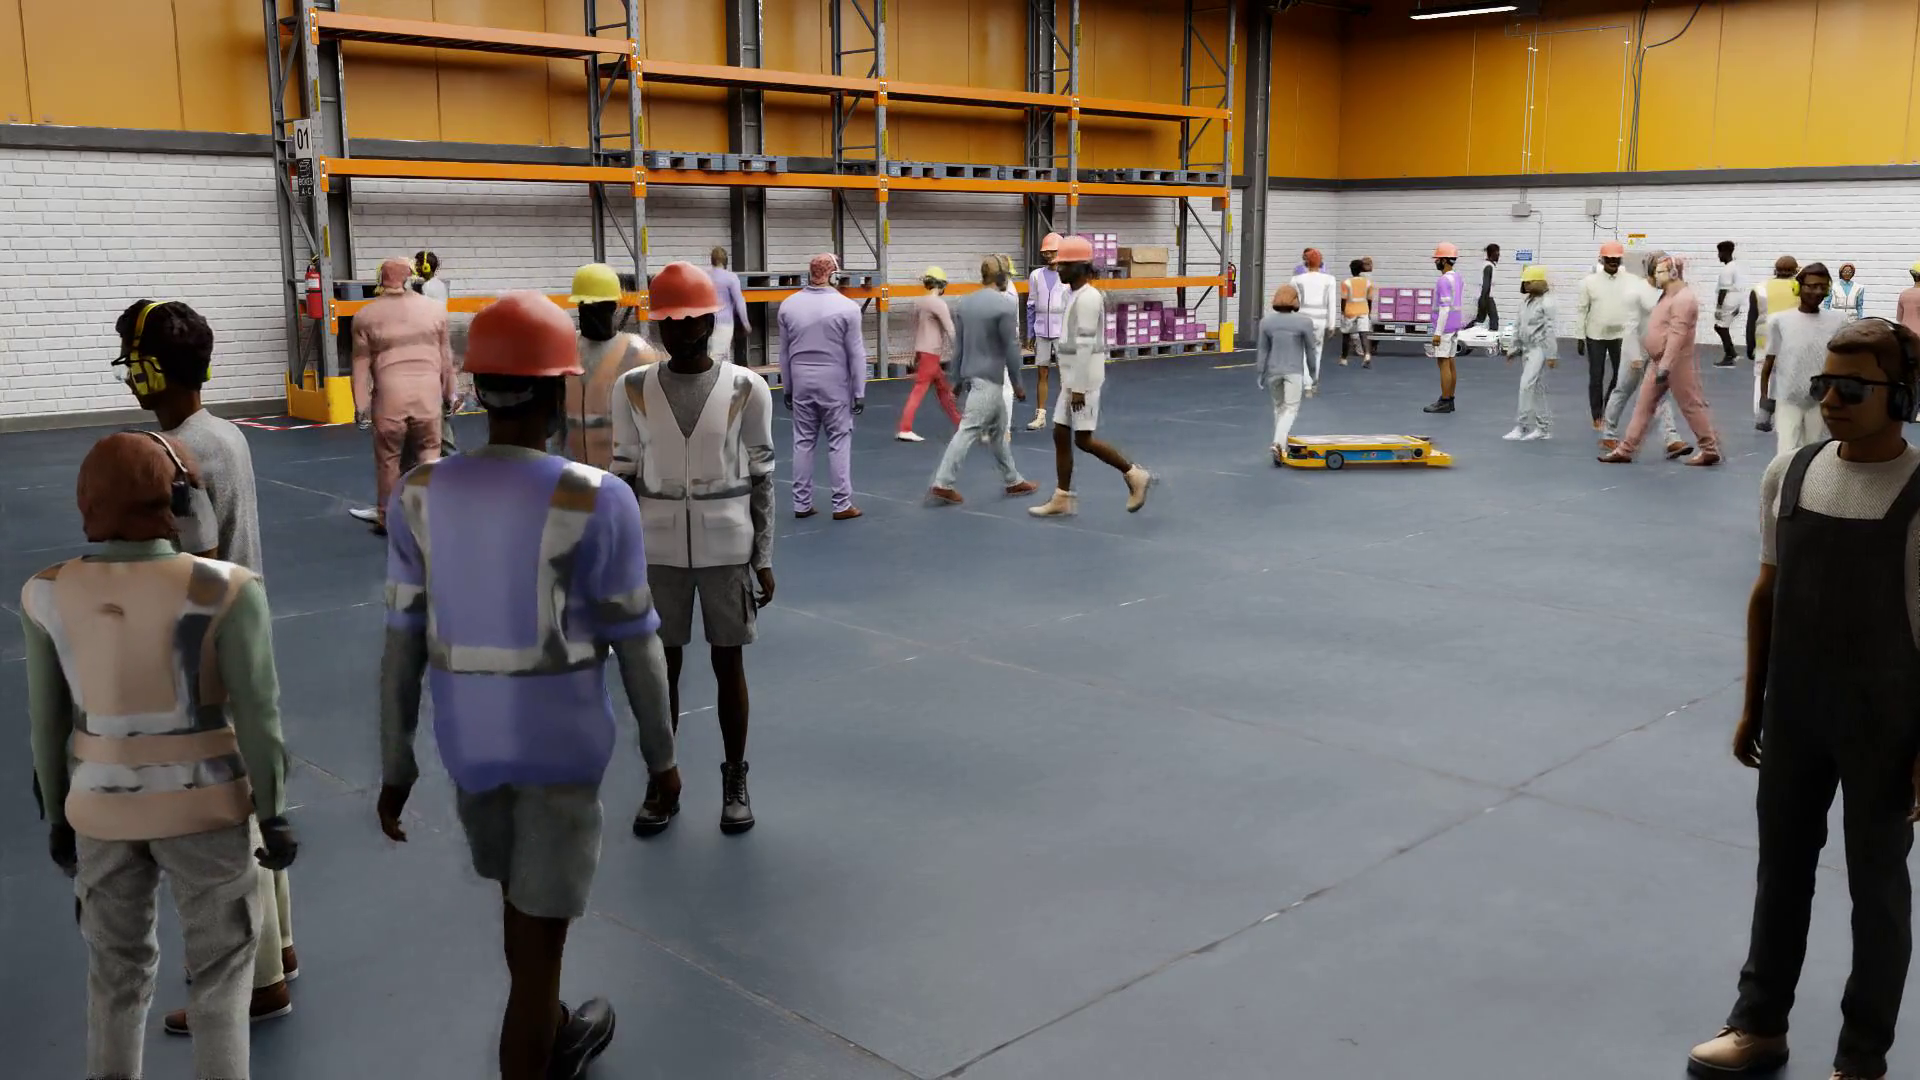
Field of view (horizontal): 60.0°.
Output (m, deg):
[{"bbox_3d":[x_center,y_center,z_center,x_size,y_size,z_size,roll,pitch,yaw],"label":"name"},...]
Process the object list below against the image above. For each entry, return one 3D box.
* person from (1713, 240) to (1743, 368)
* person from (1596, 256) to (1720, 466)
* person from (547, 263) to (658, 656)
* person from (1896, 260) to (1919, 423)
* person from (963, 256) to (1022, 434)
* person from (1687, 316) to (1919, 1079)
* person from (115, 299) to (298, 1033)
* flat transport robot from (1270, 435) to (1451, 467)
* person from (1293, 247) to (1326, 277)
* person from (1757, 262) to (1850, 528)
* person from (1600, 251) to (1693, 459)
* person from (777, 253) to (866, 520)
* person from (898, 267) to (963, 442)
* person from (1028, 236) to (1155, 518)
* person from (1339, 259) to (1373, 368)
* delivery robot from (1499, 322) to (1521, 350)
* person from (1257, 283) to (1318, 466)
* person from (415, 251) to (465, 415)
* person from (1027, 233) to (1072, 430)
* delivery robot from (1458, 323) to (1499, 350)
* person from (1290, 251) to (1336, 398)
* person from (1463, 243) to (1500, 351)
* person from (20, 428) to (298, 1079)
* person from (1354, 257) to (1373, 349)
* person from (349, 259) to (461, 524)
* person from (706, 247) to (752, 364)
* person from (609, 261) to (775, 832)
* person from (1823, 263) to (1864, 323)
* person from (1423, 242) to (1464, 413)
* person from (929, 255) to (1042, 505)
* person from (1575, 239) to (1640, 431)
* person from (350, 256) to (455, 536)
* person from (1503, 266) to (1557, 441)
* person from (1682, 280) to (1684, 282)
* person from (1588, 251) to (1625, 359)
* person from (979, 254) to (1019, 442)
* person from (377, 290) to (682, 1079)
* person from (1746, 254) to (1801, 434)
[{"bbox_3d":[11.665,-3.578,25.312,0.425,1.942,0.634,9,14,40],"label":"person"},{"bbox_3d":[6.247,-1.558,14.616,1.028,1.854,0.649,1,10,3],"label":"person"},{"bbox_3d":[-1.677,-0.398,8.119,0.593,1.899,0.832,6,12,28],"label":"person"},{"bbox_3d":[10.384,-2.159,18.068,0.311,1.769,0.522,-2,11,-9],"label":"person"},{"bbox_3d":[0.343,-1.981,16.966,0.526,1.814,0.601,2,11,11],"label":"person"},{"bbox_3d":[2.015,0.418,3.798,0.349,1.846,0.506,-6,12,-31],"label":"person"},{"bbox_3d":[-1.927,0.326,4.251,0.315,1.864,0.526,-2,11,-13],"label":"person"},{"bbox_3d":[3.530,-0.794,14.703,1.431,0.197,0.652,-1,10,-5],"label":"flat transport robot"},{"bbox_3d":[6.145,-4.227,29.210,0.587,1.819,0.721,3,11,17],"label":"person"},{"bbox_3d":[5.506,-0.872,10.824,0.526,1.855,0.410,2,11,8],"label":"person"},{"bbox_3d":[6.293,-1.687,15.199,0.620,1.876,1.050,-4,11,-19],"label":"person"},{"bbox_3d":[-0.966,-1.086,11.867,0.660,1.899,0.398,3,11,18],"label":"person"},{"bbox_3d":[-0.220,-1.831,16.423,0.948,1.701,0.537,-4,11,-23],"label":"person"},{"bbox_3d":[0.940,-1.143,11.825,0.818,2.023,0.608,-1,10,-7],"label":"person"},{"bbox_3d":[6.098,-3.472,25.512,0.538,1.666,0.836,-1,10,-7],"label":"person"},{"bbox_3d":[9.323,-3.447,28.137,0.477,0.478,0.707,4,11,20],"label":"delivery robot"},{"bbox_3d":[2.867,-1.469,14.744,0.510,1.604,0.781,6,12,30],"label":"person"},{"bbox_3d":[-5.658,-2.162,17.831,0.611,1.857,0.552,1,10,5],"label":"person"},{"bbox_3d":[0.965,-2.143,17.222,0.605,2.045,0.377,4,11,23],"label":"person"},{"bbox_3d":[8.649,-3.395,27.855,0.707,0.478,0.477,6,12,31],"label":"delivery robot"},{"bbox_3d":[4.410,-2.716,20.933,0.598,1.832,0.980,1,10,7],"label":"person"},{"bbox_3d":[9.209,-4.269,29.267,0.903,1.888,0.599,3,11,14],"label":"person"},{"bbox_3d":[-1.662,0.586,3.474,0.525,1.634,0.315,0,10,3],"label":"person"},{"bbox_3d":[7.185,-4.196,29.539,0.280,1.633,0.500,-2,11,-10],"label":"person"},{"bbox_3d":[-3.737,-0.972,11.325,0.949,1.858,0.661,-3,11,-15],"label":"person"},{"bbox_3d":[-2.907,-2.622,20.308,0.641,1.883,1.051,8,13,36],"label":"person"},{"bbox_3d":[-0.898,0.041,5.601,0.552,1.935,0.368,0,10,-2],"label":"person"},{"bbox_3d":[12.250,-3.019,23.104,0.517,1.641,0.308,2,11,12],"label":"person"},{"bbox_3d":[5.527,-2.418,19.005,0.364,1.939,0.542,7,12,32],"label":"person"},{"bbox_3d":[0.167,-1.209,12.600,1.046,1.887,0.617,-6,12,-29],"label":"person"},{"bbox_3d":[6.706,-2.114,17.227,0.652,1.980,0.435,2,11,11],"label":"person"},{"bbox_3d":[-3.705,-0.943,11.100,0.672,1.889,0.612,-6,12,-31],"label":"person"},{"bbox_3d":[5.581,-1.832,16.405,0.733,1.716,0.497,-2,11,-12],"label":"person"},{"bbox_3d":[11.399,-3.664,26.596,0.857,1.652,0.540,8,13,37],"label":"person"},{"bbox_3d":[10.582,-3.895,27.270,0.606,1.873,0.471,6,12,29],"label":"person"},{"bbox_3d":[0.364,-1.883,16.356,0.429,1.844,0.625,-1,10,-4],"label":"person"},{"bbox_3d":[-0.895,0.419,3.632,0.593,1.896,0.908,3,11,14],"label":"person"},{"bbox_3d":[8.374,-1.995,16.992,0.640,1.828,0.436,5,12,27],"label":"person"}]
